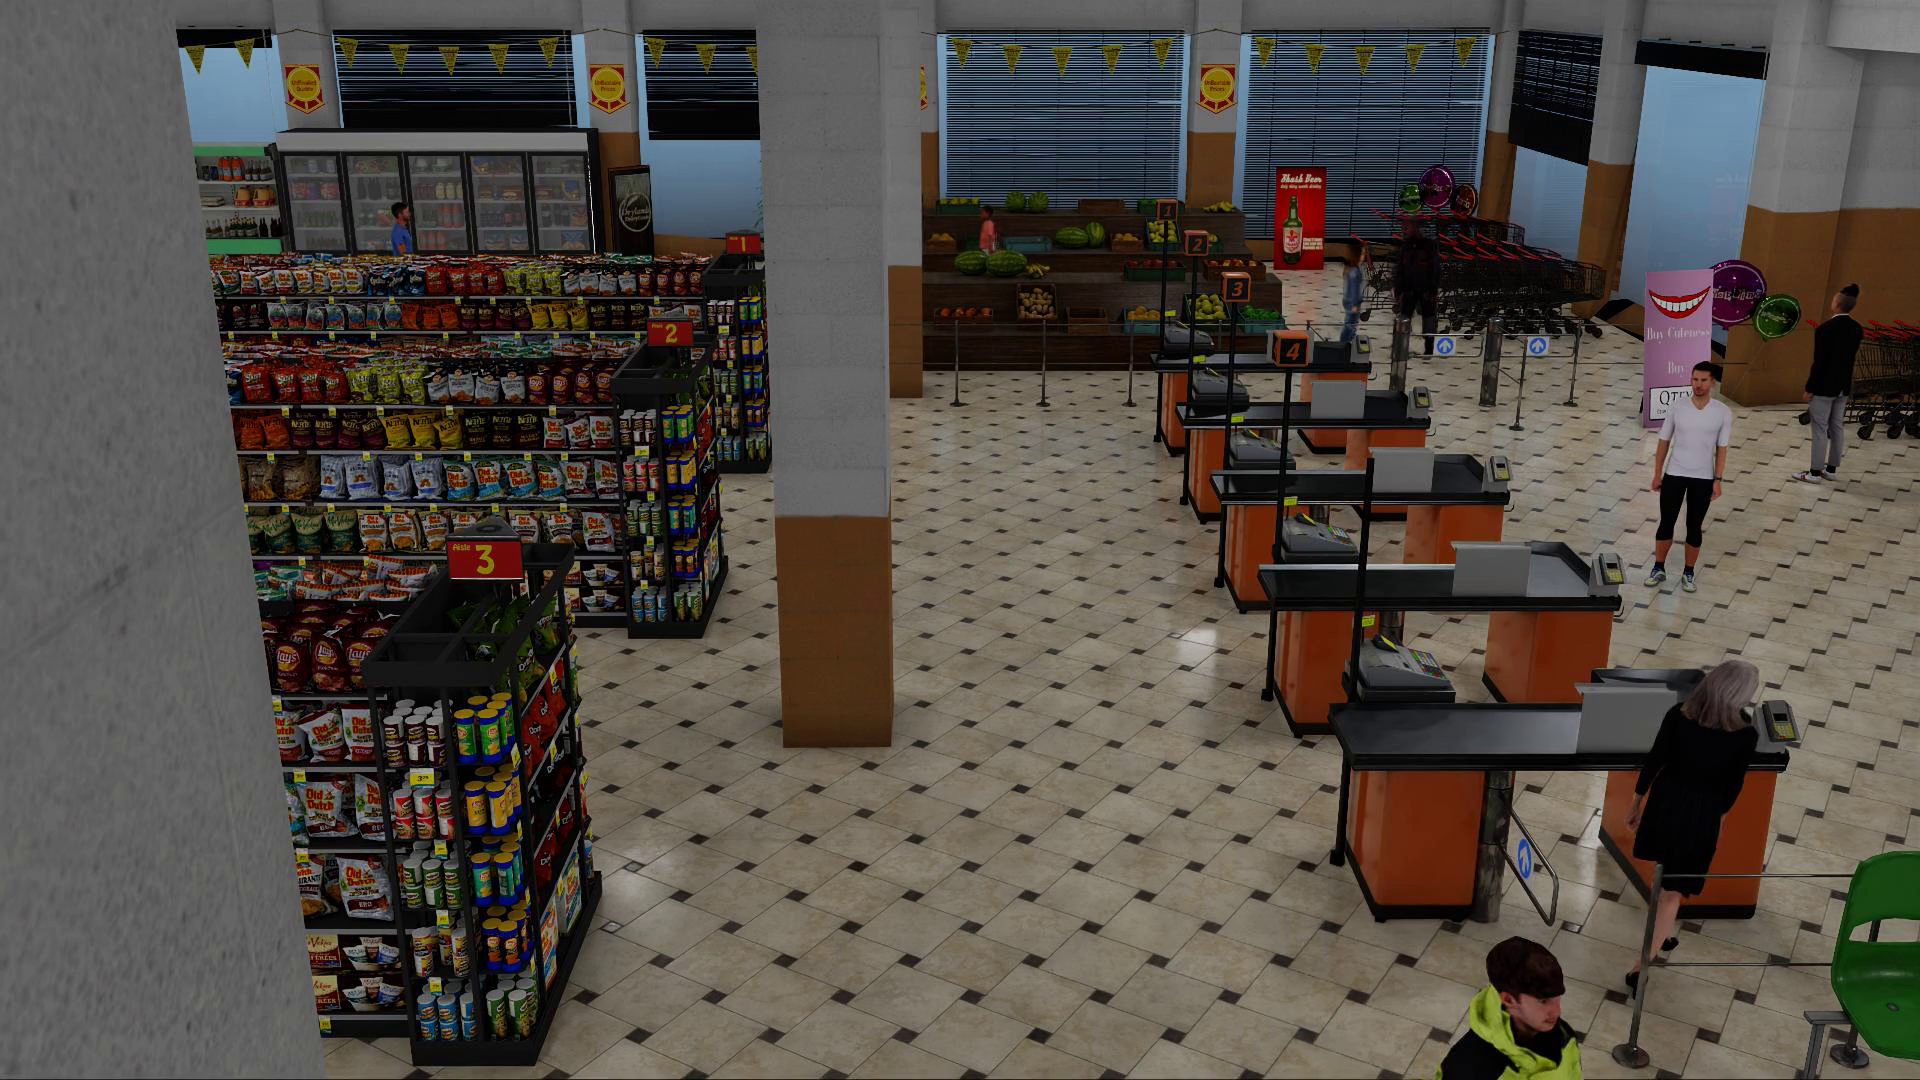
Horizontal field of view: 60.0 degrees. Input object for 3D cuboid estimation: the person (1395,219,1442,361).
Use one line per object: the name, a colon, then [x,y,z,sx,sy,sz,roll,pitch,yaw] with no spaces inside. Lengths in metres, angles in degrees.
person: [5.912,-3.242,21.473,0.845,1.780,0.942,7,20,19]

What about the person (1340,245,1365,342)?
person: [5.026,-3.067,21.431,0.549,1.475,0.611,4,19,11]

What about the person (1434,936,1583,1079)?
person: [1.628,2.102,5.385,1.240,1.934,1.291,-17,25,-41]

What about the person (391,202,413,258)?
person: [-7.635,-3.626,22.525,1.071,1.835,0.753,-4,19,-10]

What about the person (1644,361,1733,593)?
person: [5.829,-0.523,13.297,0.675,1.852,0.817,9,21,26]

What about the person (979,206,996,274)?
person: [0.497,-4.641,26.367,0.531,1.304,0.502,-3,19,-8]

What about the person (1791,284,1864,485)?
person: [8.441,-1.519,16.099,0.677,1.949,0.839,-7,20,-20]

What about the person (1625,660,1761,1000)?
person: [3.398,1.384,7.873,0.915,1.703,0.950,8,20,22]
